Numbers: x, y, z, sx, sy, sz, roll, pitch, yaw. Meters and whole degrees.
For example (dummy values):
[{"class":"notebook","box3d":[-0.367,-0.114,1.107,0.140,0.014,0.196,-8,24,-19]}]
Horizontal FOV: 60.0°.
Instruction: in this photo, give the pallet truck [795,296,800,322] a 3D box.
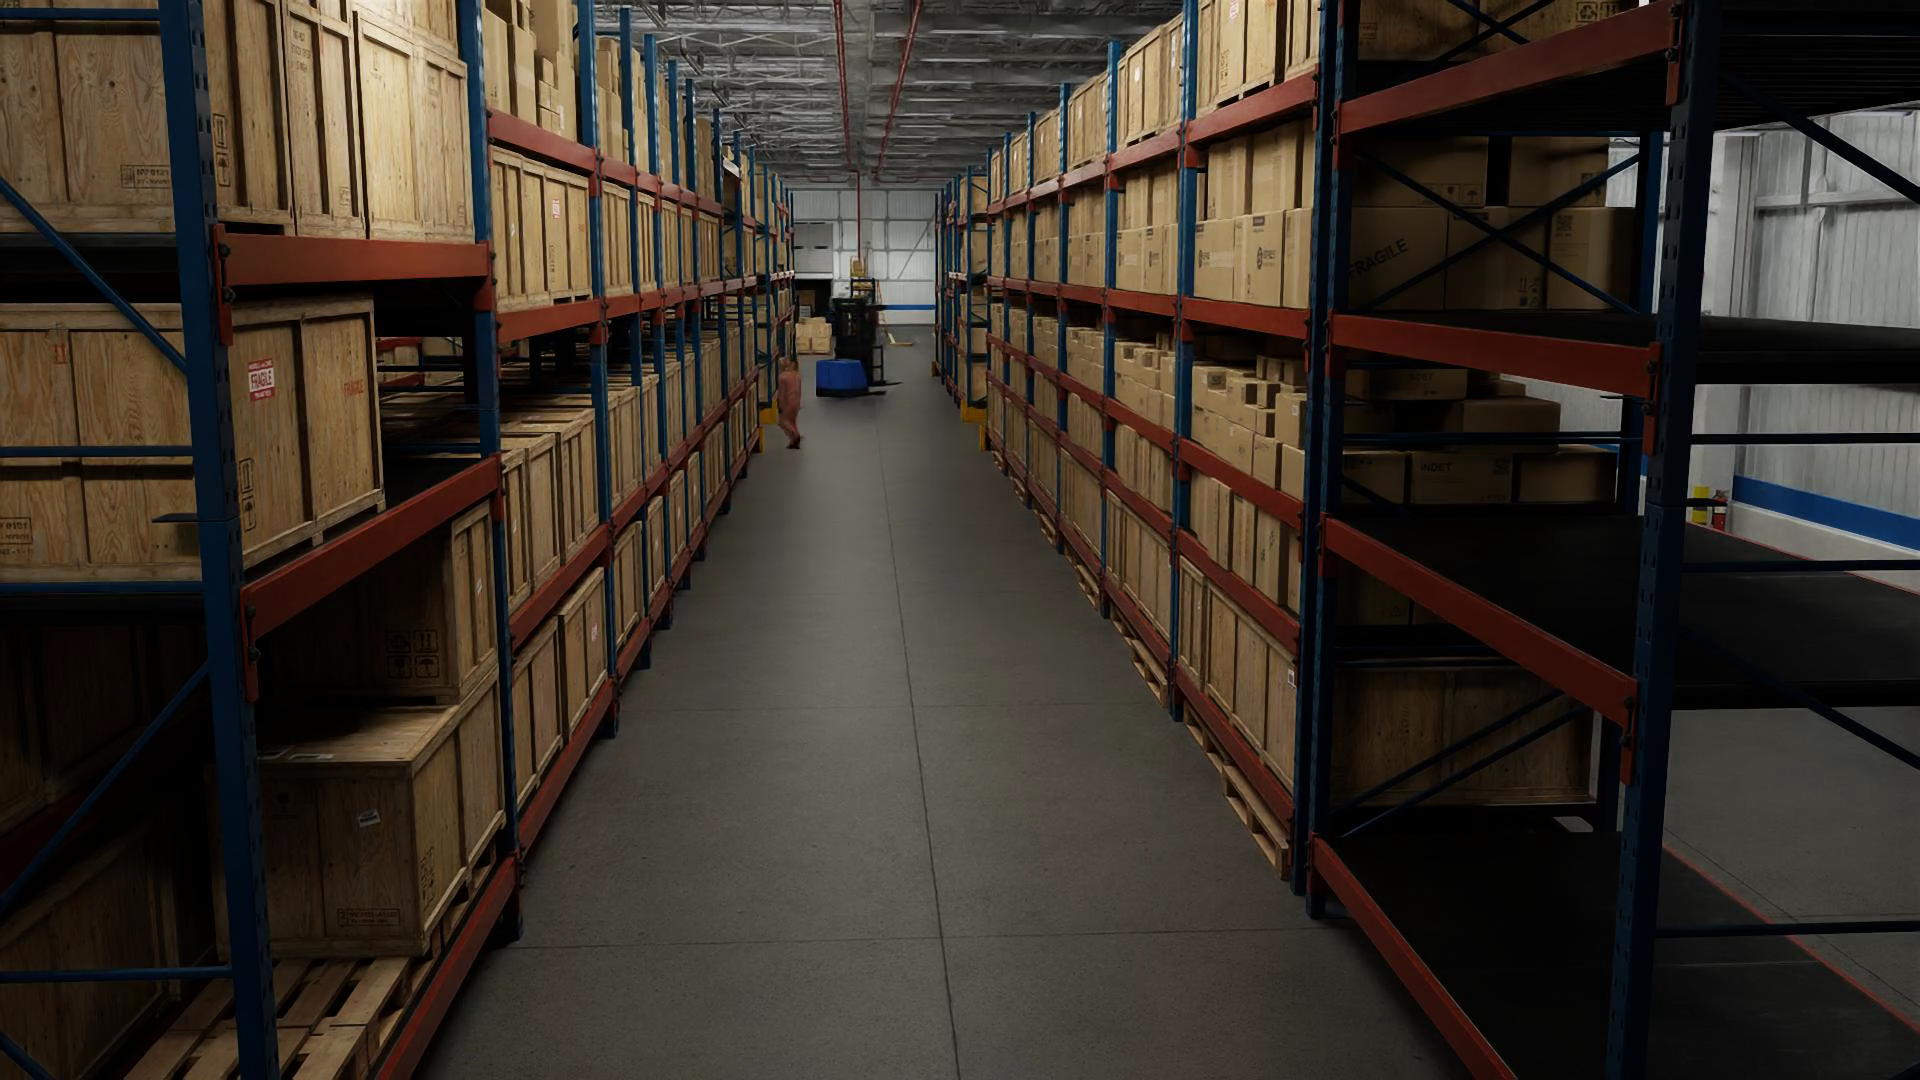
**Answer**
[{"class":"pallet truck","box3d":[-8.622,-12.439,91.403,1.885,1.965,0.823,2,10,13]}]

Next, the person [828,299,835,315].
[{"class":"person","box3d":[-6.864,-11.877,88.373,1.026,1.880,0.639,-5,11,-28]}]

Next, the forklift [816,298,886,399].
[{"class":"forklift","box3d":[-3.112,-5.424,46.870,1.129,2.768,1.873,7,12,34]}]

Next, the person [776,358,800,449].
[{"class":"person","box3d":[-3.519,-2.784,34.074,0.443,1.876,0.745,5,11,29]}]
